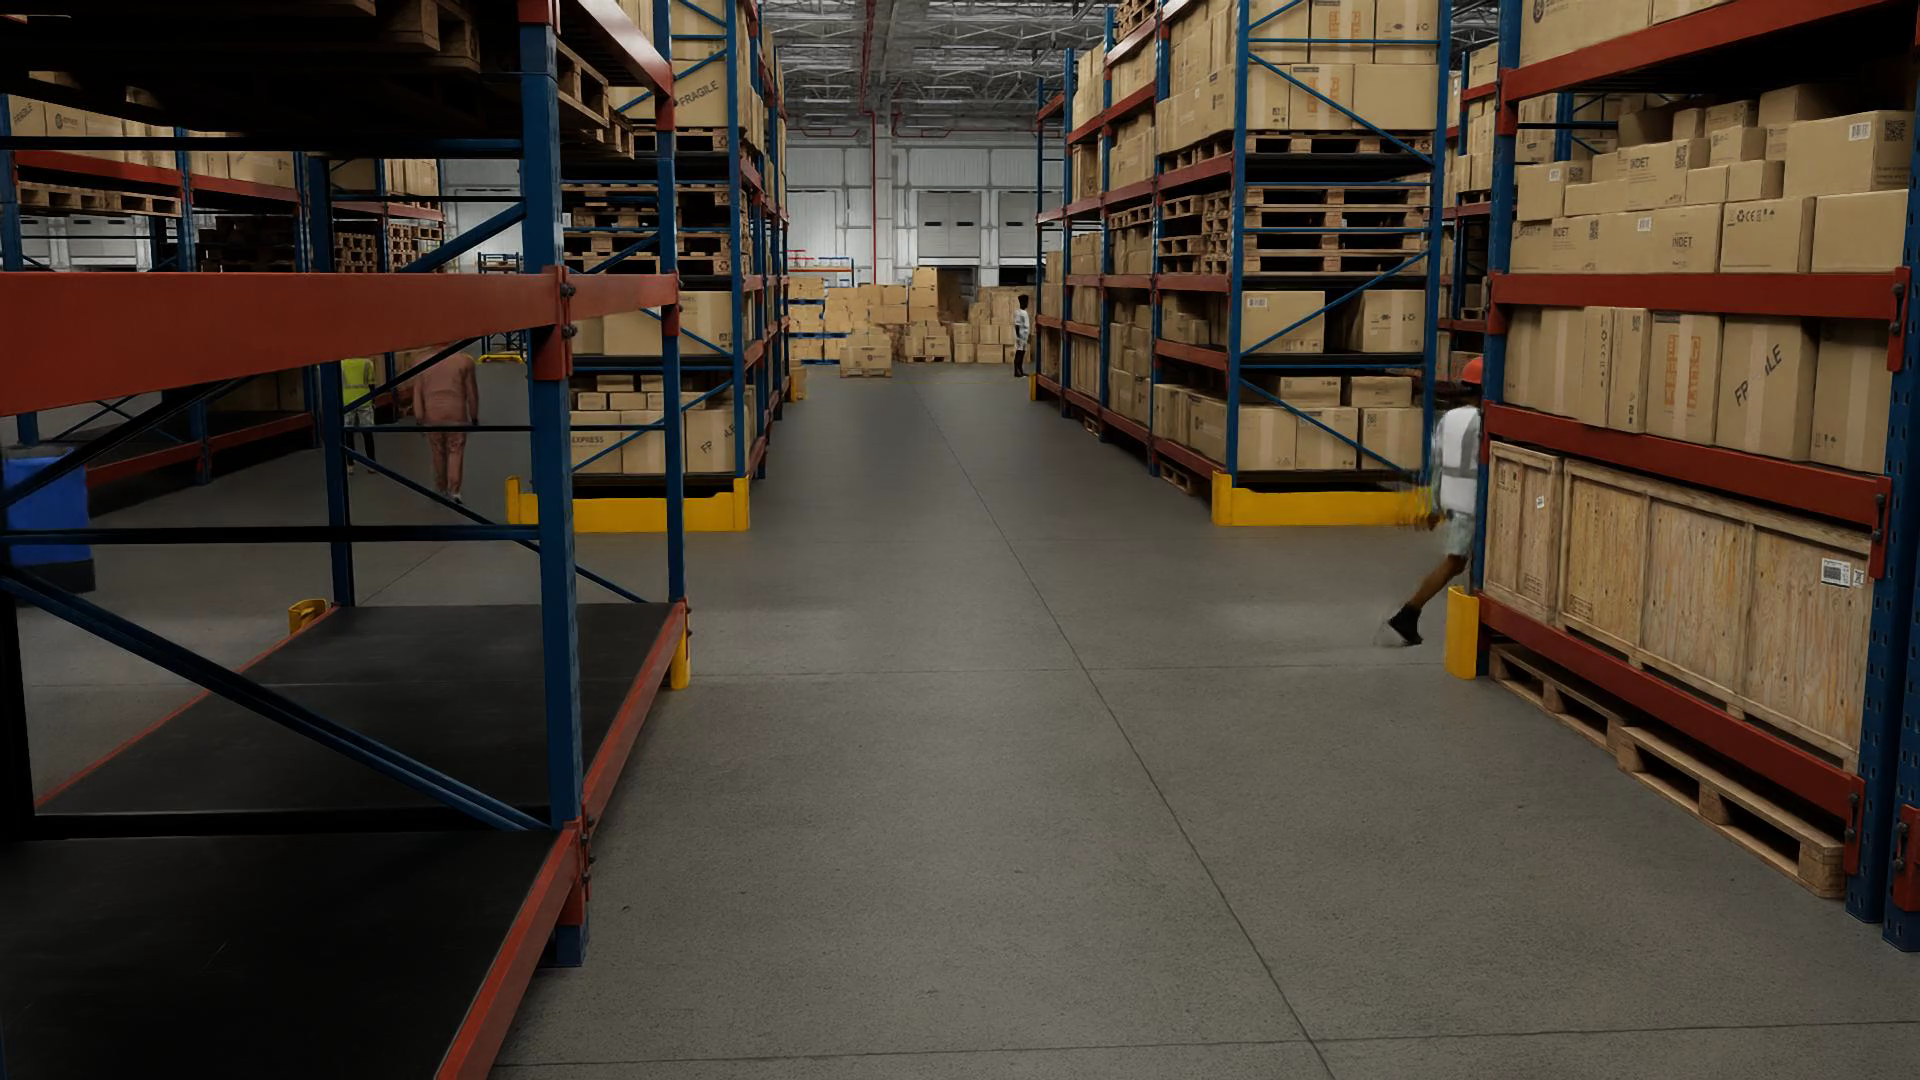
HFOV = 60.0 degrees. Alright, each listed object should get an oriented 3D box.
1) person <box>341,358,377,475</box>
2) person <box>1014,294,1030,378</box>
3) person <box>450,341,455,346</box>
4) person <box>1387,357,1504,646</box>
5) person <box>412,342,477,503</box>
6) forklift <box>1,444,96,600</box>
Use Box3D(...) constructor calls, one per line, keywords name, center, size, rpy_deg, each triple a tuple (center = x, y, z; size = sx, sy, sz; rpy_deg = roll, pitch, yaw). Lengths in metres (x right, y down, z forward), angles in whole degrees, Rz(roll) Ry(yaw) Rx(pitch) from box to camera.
Box3D(name="person", center=(-7.292, -1.625, 20.034), size=(0.531, 1.698, 0.320), rpy_deg=(-6, 11, -32))
Box3D(name="person", center=(1.452, -4.782, 39.019), size=(0.362, 1.963, 0.614), rpy_deg=(4, 10, 21))
Box3D(name="person", center=(-11.974, -4.654, 38.414), size=(0.621, 1.911, 0.580), rpy_deg=(5, 10, 27))
Box3D(name="person", center=(3.227, -0.247, 10.811), size=(0.974, 1.892, 0.531), rpy_deg=(-2, 9, -12))
Box3D(name="person", center=(-5.478, -1.330, 17.719), size=(0.637, 1.859, 1.035), rpy_deg=(-2, 9, -11))
Box3D(name="forklift", center=(-7.435, -0.940, 12.031), size=(1.873, 2.768, 1.129), rpy_deg=(-5, 10, -30))
